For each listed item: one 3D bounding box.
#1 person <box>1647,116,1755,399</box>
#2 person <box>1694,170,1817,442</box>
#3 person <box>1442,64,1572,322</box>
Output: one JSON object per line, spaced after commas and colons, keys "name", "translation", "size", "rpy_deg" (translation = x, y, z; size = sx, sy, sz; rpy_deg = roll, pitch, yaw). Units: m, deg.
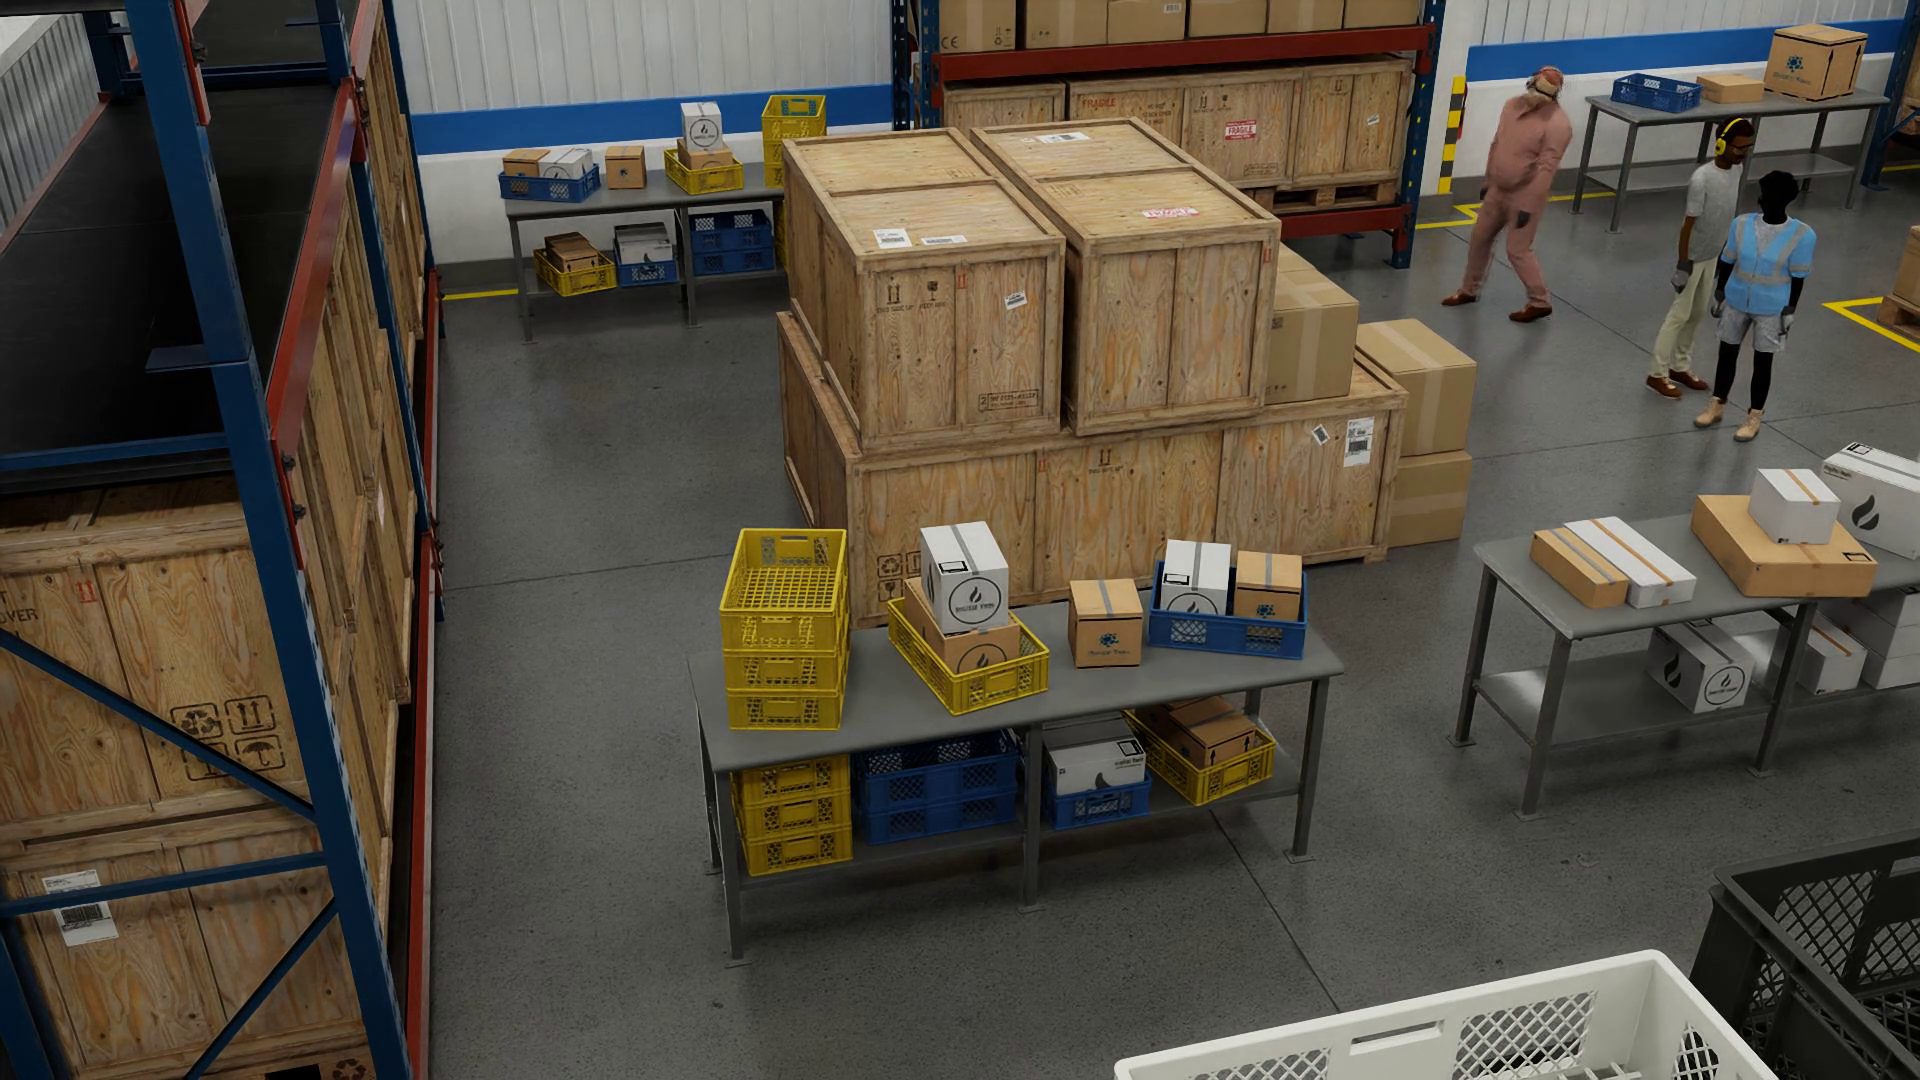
{"name": "person", "translation": [4.810, -1.818, 10.765], "size": [0.524, 1.856, 0.338], "rpy_deg": [-20, 34, -32]}
{"name": "person", "translation": [4.904, -1.452, 10.267], "size": [0.321, 1.686, 0.539], "rpy_deg": [-24, 37, -37]}
{"name": "person", "translation": [4.022, -2.518, 12.027], "size": [0.576, 1.871, 0.691], "rpy_deg": [-10, 30, -17]}
